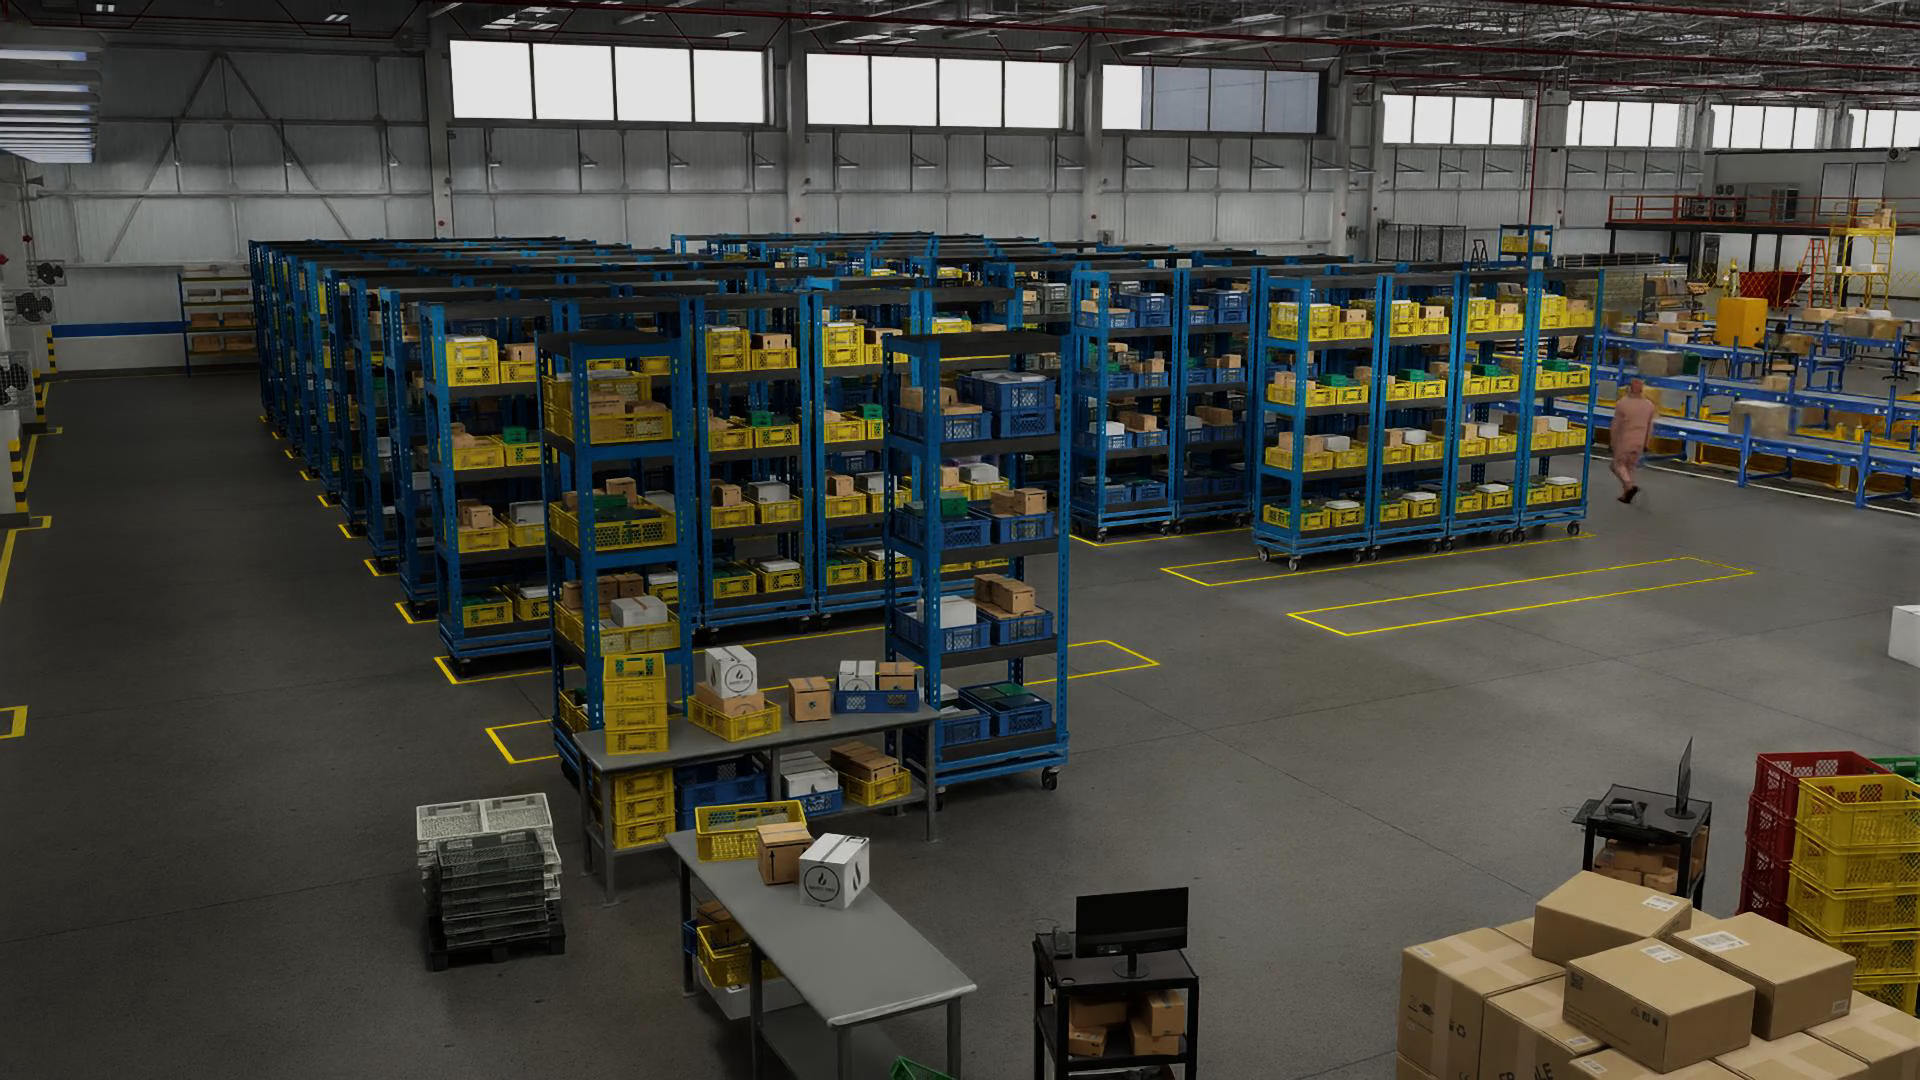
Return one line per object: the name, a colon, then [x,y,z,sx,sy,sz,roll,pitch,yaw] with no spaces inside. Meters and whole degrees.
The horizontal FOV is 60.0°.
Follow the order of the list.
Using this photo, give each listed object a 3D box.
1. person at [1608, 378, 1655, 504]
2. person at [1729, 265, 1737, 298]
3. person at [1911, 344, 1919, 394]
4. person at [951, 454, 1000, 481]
person: [9.928,-1.444,24.592,0.670,1.889,0.532,-3,12,-13]
person: [28.918,-9.436,62.319,0.289,1.746,0.487,4,13,20]
person: [21.781,-4.066,37.465,0.280,1.632,0.501,-4,13,-16]
person: [0.168,-0.823,21.480,0.611,1.999,1.045,-6,13,-26]
